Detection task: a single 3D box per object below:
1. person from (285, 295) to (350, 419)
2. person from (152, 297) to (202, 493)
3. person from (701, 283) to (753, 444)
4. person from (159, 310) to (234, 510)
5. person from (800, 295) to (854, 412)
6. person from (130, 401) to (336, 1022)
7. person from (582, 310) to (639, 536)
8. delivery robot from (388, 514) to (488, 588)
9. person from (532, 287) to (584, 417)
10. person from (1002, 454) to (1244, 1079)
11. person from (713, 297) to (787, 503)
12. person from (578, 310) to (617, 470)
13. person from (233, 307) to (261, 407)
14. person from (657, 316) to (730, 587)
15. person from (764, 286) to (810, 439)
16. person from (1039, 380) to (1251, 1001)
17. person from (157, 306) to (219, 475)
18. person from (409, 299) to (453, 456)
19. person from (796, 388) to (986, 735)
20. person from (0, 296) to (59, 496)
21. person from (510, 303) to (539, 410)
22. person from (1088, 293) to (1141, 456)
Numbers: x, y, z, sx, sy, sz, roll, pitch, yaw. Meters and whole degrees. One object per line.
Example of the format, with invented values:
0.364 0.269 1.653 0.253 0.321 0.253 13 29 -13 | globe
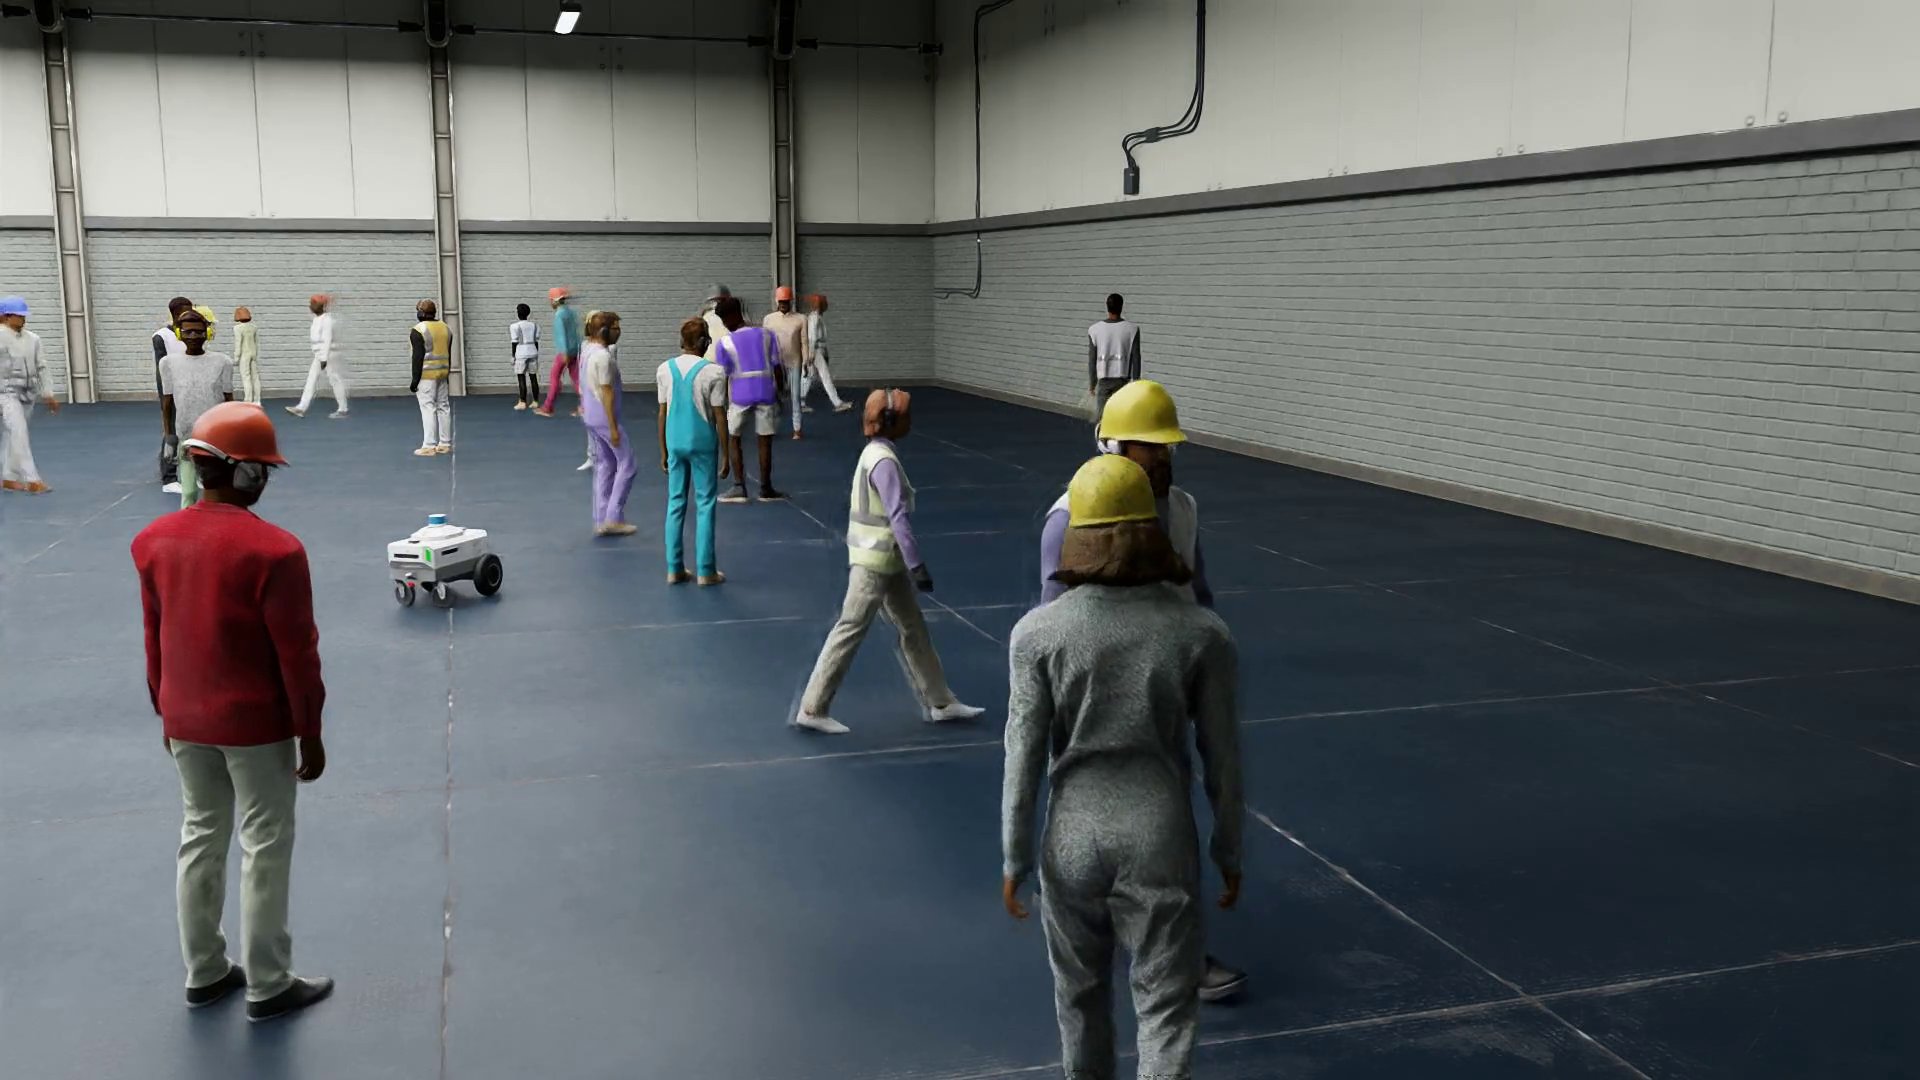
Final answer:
-9.565 -2.707 24.724 0.951 1.832 0.606 -8 12 -43 | person
-7.630 -1.418 16.275 0.388 1.912 0.587 3 9 16 | person
-2.969 -2.208 20.893 0.691 2.000 0.535 3 9 17 | person
-5.479 -0.725 12.016 0.510 1.863 0.326 -4 10 -22 | person
-2.152 -2.909 26.027 0.970 1.827 0.601 -1 9 -4 | person
-2.025 0.481 4.696 0.574 1.742 0.355 3 9 19 | person
-2.782 -0.928 13.379 0.463 1.830 0.562 -4 10 -24 | person
-3.366 0.077 10.739 0.477 0.478 0.707 3 9 17 | delivery robot
-6.042 -2.819 25.084 0.941 1.948 0.684 1 9 7 | person
0.346 0.672 3.604 0.516 1.726 0.759 1 9 5 | person
-1.939 -1.296 15.485 0.697 1.924 0.369 -3 10 -21 | person
-3.928 -1.610 18.020 0.487 1.746 0.289 4 10 26 | person
-11.567 -2.954 26.947 0.278 1.634 0.499 3 9 17 | person
-1.797 -0.593 11.258 0.517 1.836 0.348 3 9 16 | person
-2.270 -2.302 21.642 0.622 1.992 0.396 1 9 3 | person
0.532 0.411 5.011 0.613 1.784 0.924 -8 12 -42 | person
-7.843 -1.496 17.078 0.715 1.812 0.597 -4 10 -23 | person
-6.275 -1.917 19.671 0.429 1.845 0.621 4 10 23 | person
-0.349 0.105 7.579 0.882 1.587 0.522 0 9 -3 | person
-8.995 -1.381 16.012 0.877 1.907 0.630 3 9 19 | person
-6.940 -2.921 26.535 0.318 1.697 0.536 7 11 38 | person
1.735 -1.803 18.693 0.591 1.922 0.392 2 9 11 | person
